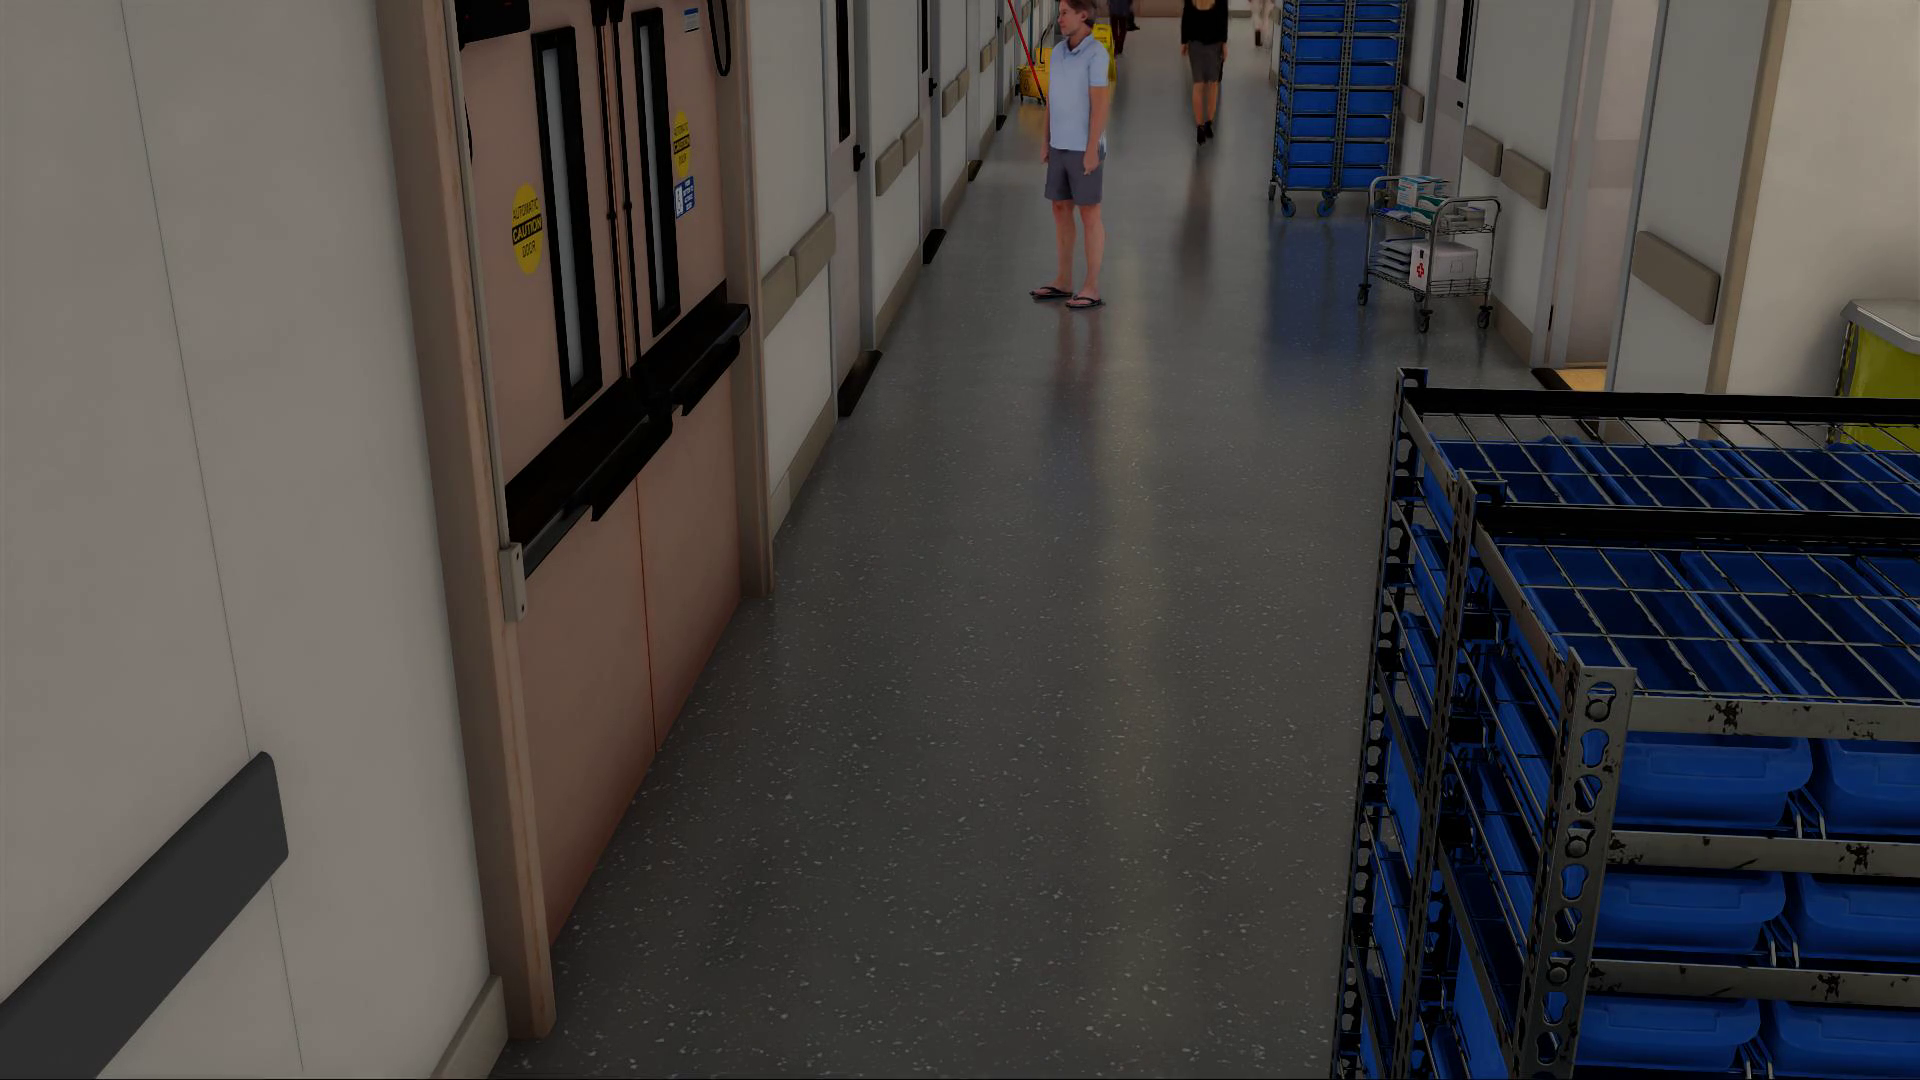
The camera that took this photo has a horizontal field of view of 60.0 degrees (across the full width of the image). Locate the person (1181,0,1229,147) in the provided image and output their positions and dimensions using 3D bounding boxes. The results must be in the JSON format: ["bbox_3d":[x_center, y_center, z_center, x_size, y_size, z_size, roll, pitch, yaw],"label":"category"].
[{"bbox_3d":[2.434,-4.877,16.640,0.710,1.825,0.802,5,21,14],"label":"person"}]

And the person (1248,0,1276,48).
[{"bbox_3d":[5.192,-9.381,28.527,0.637,1.827,1.042,2,21,5],"label":"person"}]

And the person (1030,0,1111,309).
[{"bbox_3d":[0.718,-2.334,9.919,0.822,1.829,0.741,-16,26,-35],"label":"person"}]

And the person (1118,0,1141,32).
[{"bbox_3d":[3.244,-10.904,32.612,0.991,1.782,0.938,19,28,41],"label":"person"}]

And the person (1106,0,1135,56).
[{"bbox_3d":[2.578,-8.653,26.807,0.632,1.684,1.070,0,21,1],"label":"person"}]
